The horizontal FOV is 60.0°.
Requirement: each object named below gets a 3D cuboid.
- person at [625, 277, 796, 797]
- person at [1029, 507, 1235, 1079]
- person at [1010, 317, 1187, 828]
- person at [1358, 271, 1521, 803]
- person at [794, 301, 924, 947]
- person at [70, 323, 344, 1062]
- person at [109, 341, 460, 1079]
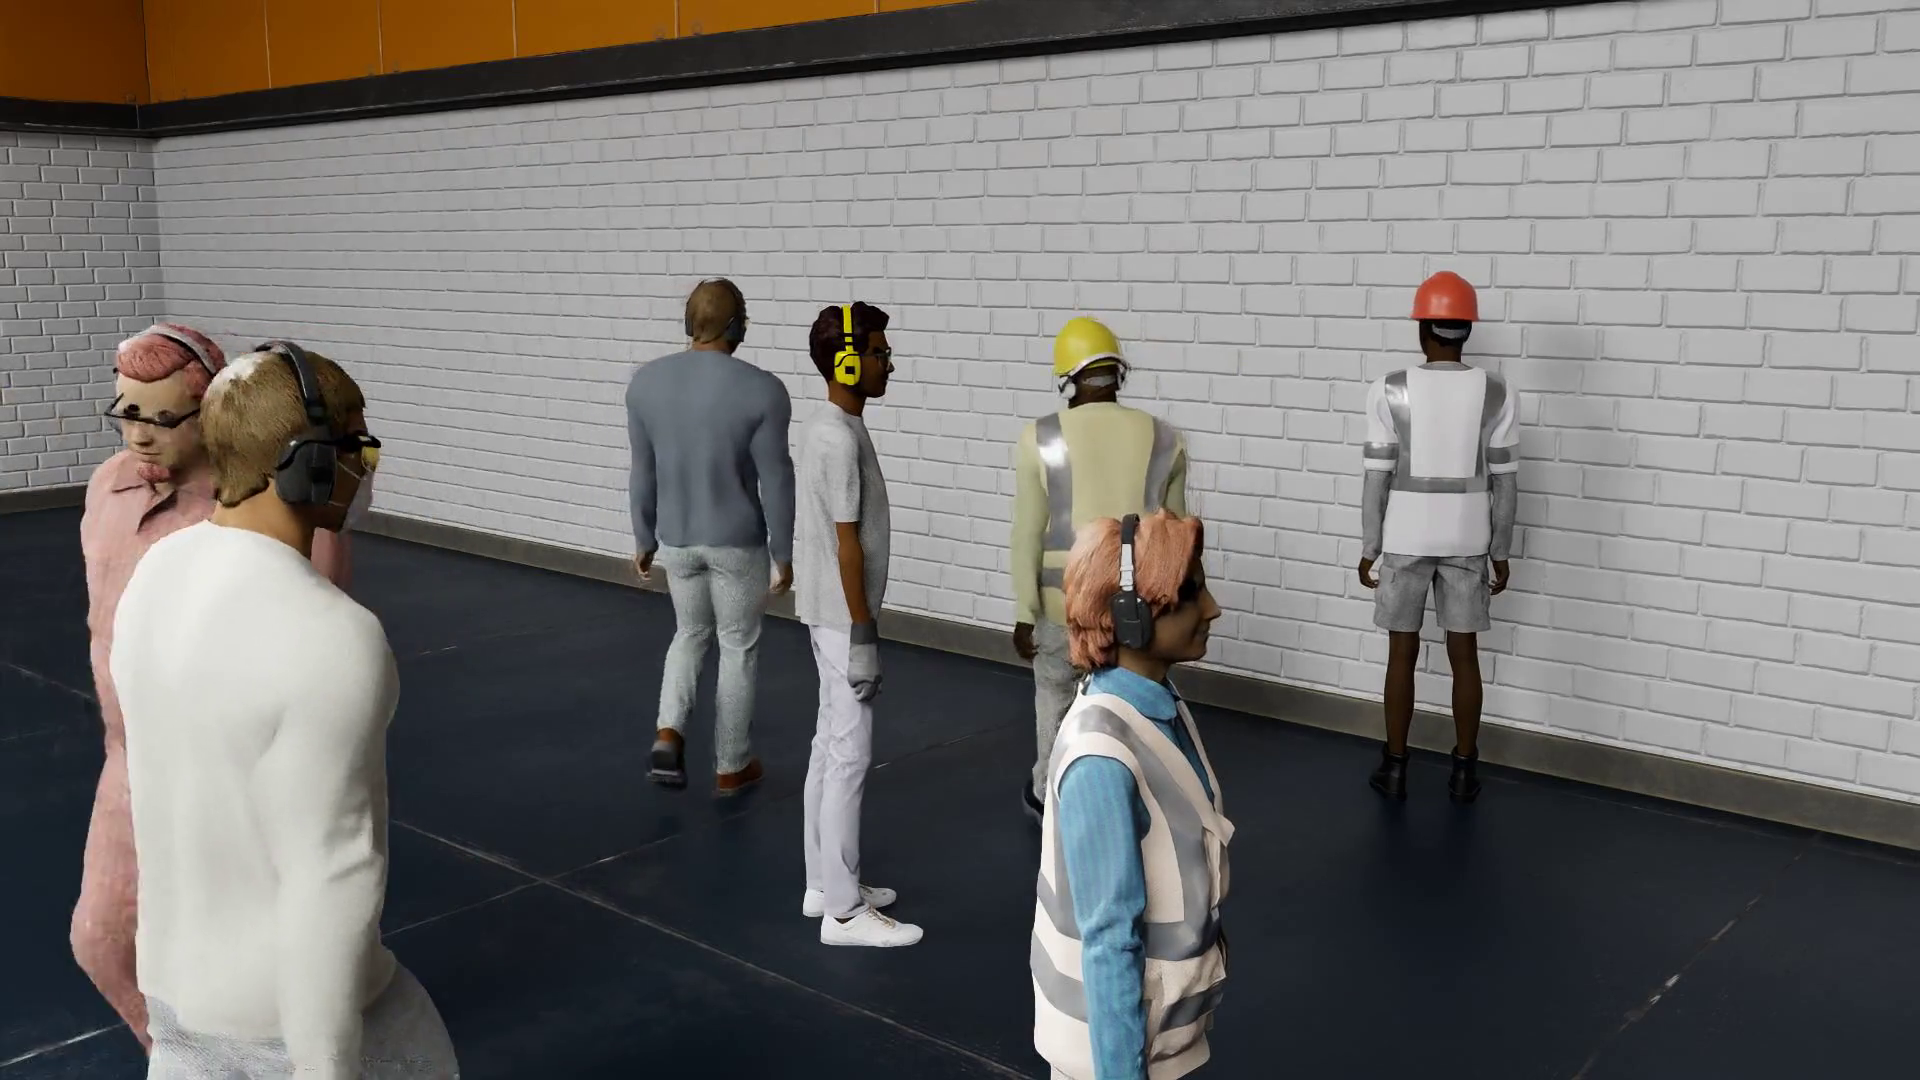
[{"bbox_3d":[-0.902,0.017,6.020,0.644,1.919,0.513,3,10,17],"label":"person"},{"bbox_3d":[0.258,0.766,2.552,0.308,1.645,0.514,2,10,11],"label":"person"},{"bbox_3d":[0.436,0.162,5.560,0.630,1.786,0.857,-2,10,-11],"label":"person"},{"bbox_3d":[1.734,0.000,6.078,0.552,1.935,0.364,1,10,7],"label":"person"},{"bbox_3d":[-0.312,0.247,4.861,0.329,1.872,0.509,-3,10,-15],"label":"person"},{"bbox_3d":[-1.598,0.484,3.496,0.727,1.870,0.501,4,11,22],"label":"person"},{"bbox_3d":[-1.057,0.663,2.433,0.630,1.903,0.958,8,12,37],"label":"person"}]
